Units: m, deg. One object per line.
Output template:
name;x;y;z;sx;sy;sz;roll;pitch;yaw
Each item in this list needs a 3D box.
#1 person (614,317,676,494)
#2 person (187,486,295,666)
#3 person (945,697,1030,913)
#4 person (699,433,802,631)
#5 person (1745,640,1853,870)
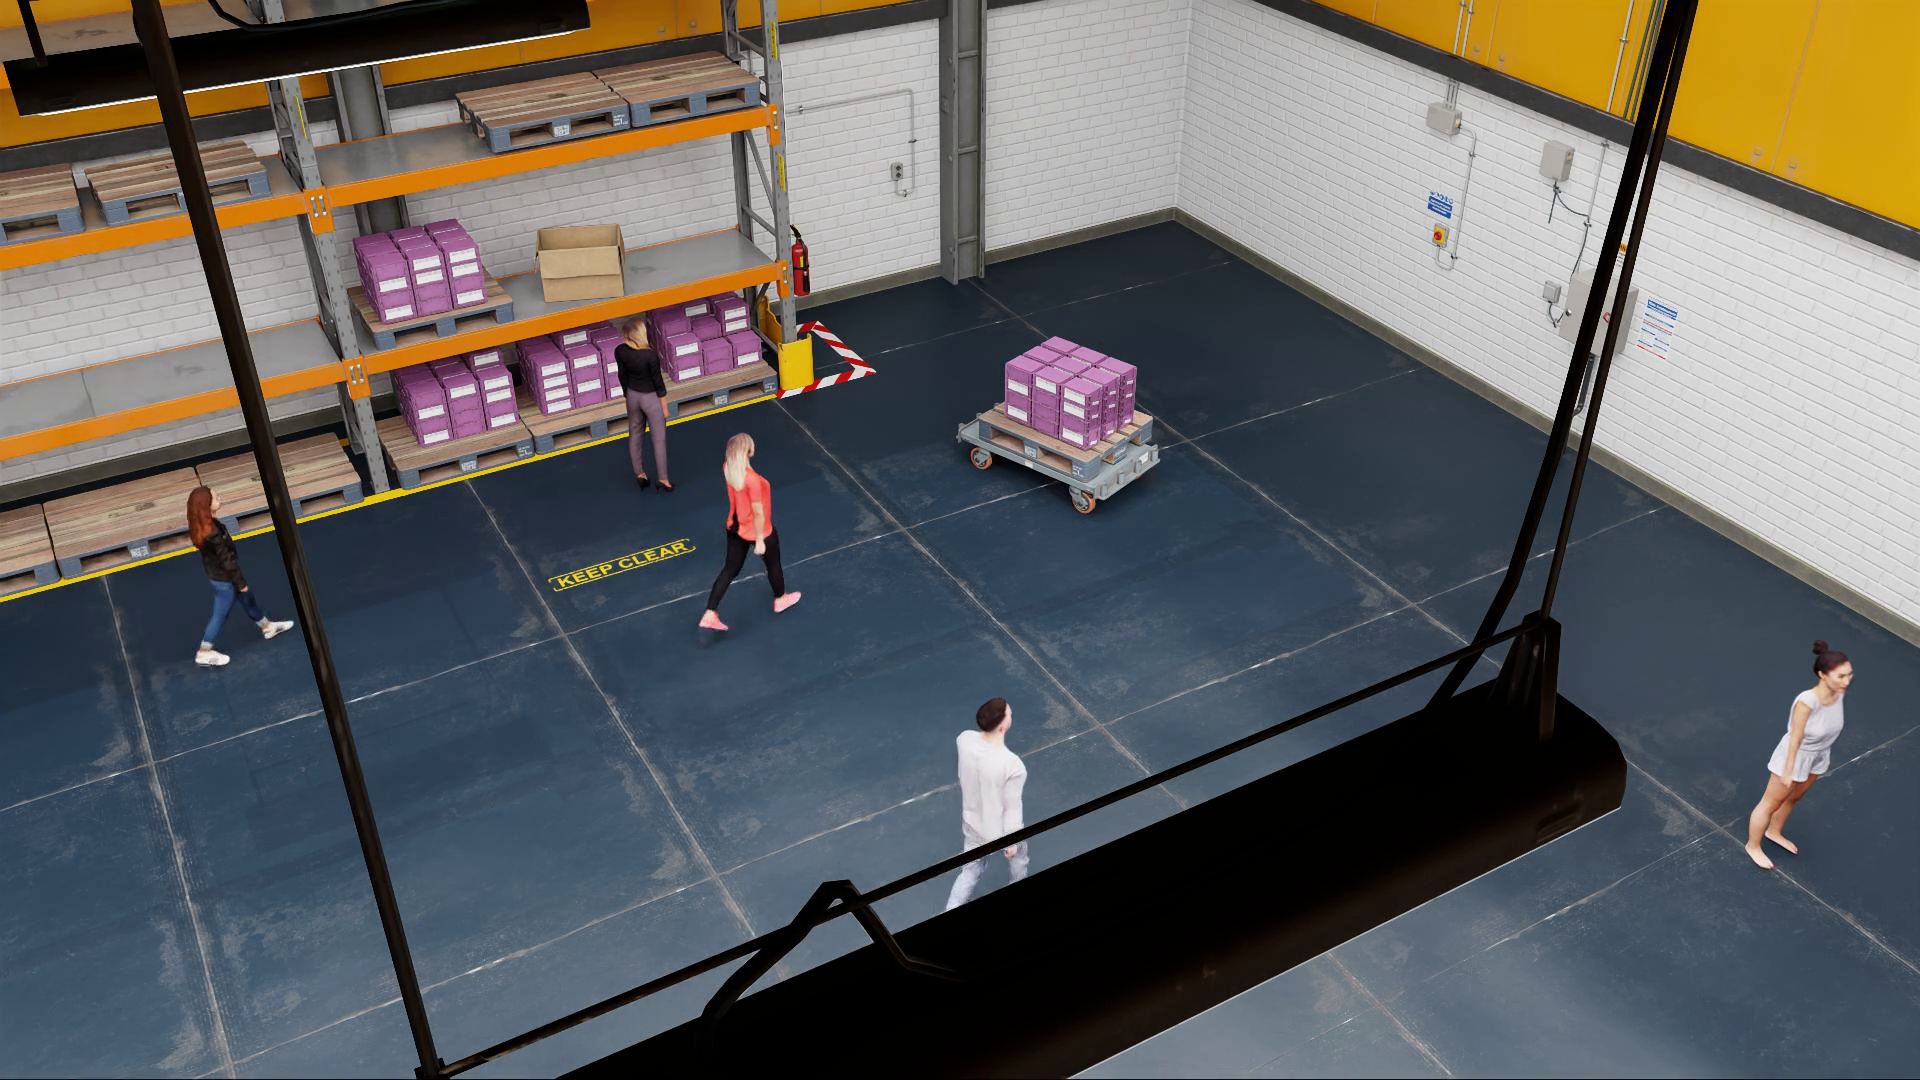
person;-2.706;-1.145;14.250;0.677;1.672;0.713;13;36;18
person;-5.524;0.286;12.299;0.999;1.447;0.638;-22;39;-29
person;0.129;1.705;9.847;0.931;1.799;1.229;27;42;34
person;-1.674;-0.023;12.573;0.805;1.658;1.201;29;43;36
person;5.329;1.362;10.539;0.482;1.605;0.613;-18;38;-25
